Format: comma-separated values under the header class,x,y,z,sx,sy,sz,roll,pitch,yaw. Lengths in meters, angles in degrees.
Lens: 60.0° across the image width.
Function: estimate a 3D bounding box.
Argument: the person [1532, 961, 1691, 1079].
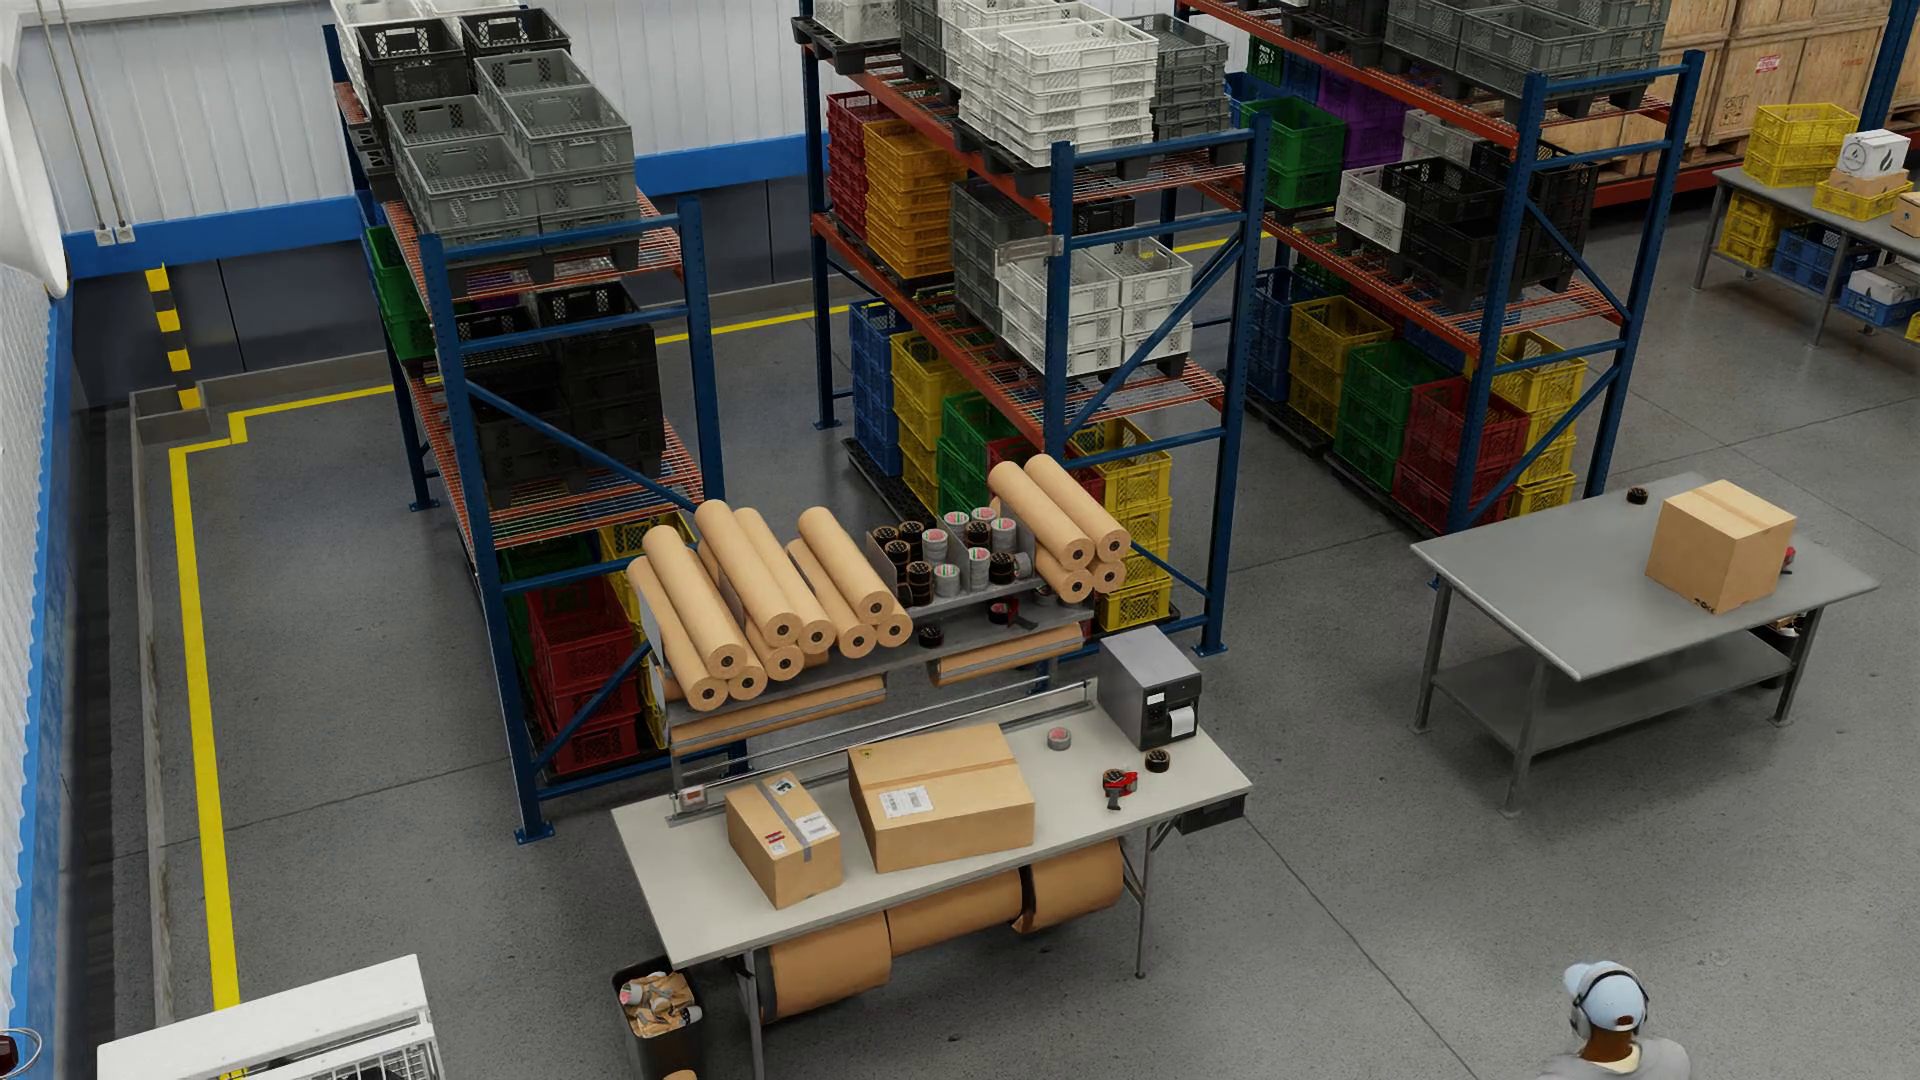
class,x,y,z,sx,sy,sz,roll,pitch,yaw
person,1.880,2.013,5.197,0.587,1.847,0.396,-11,33,-17
